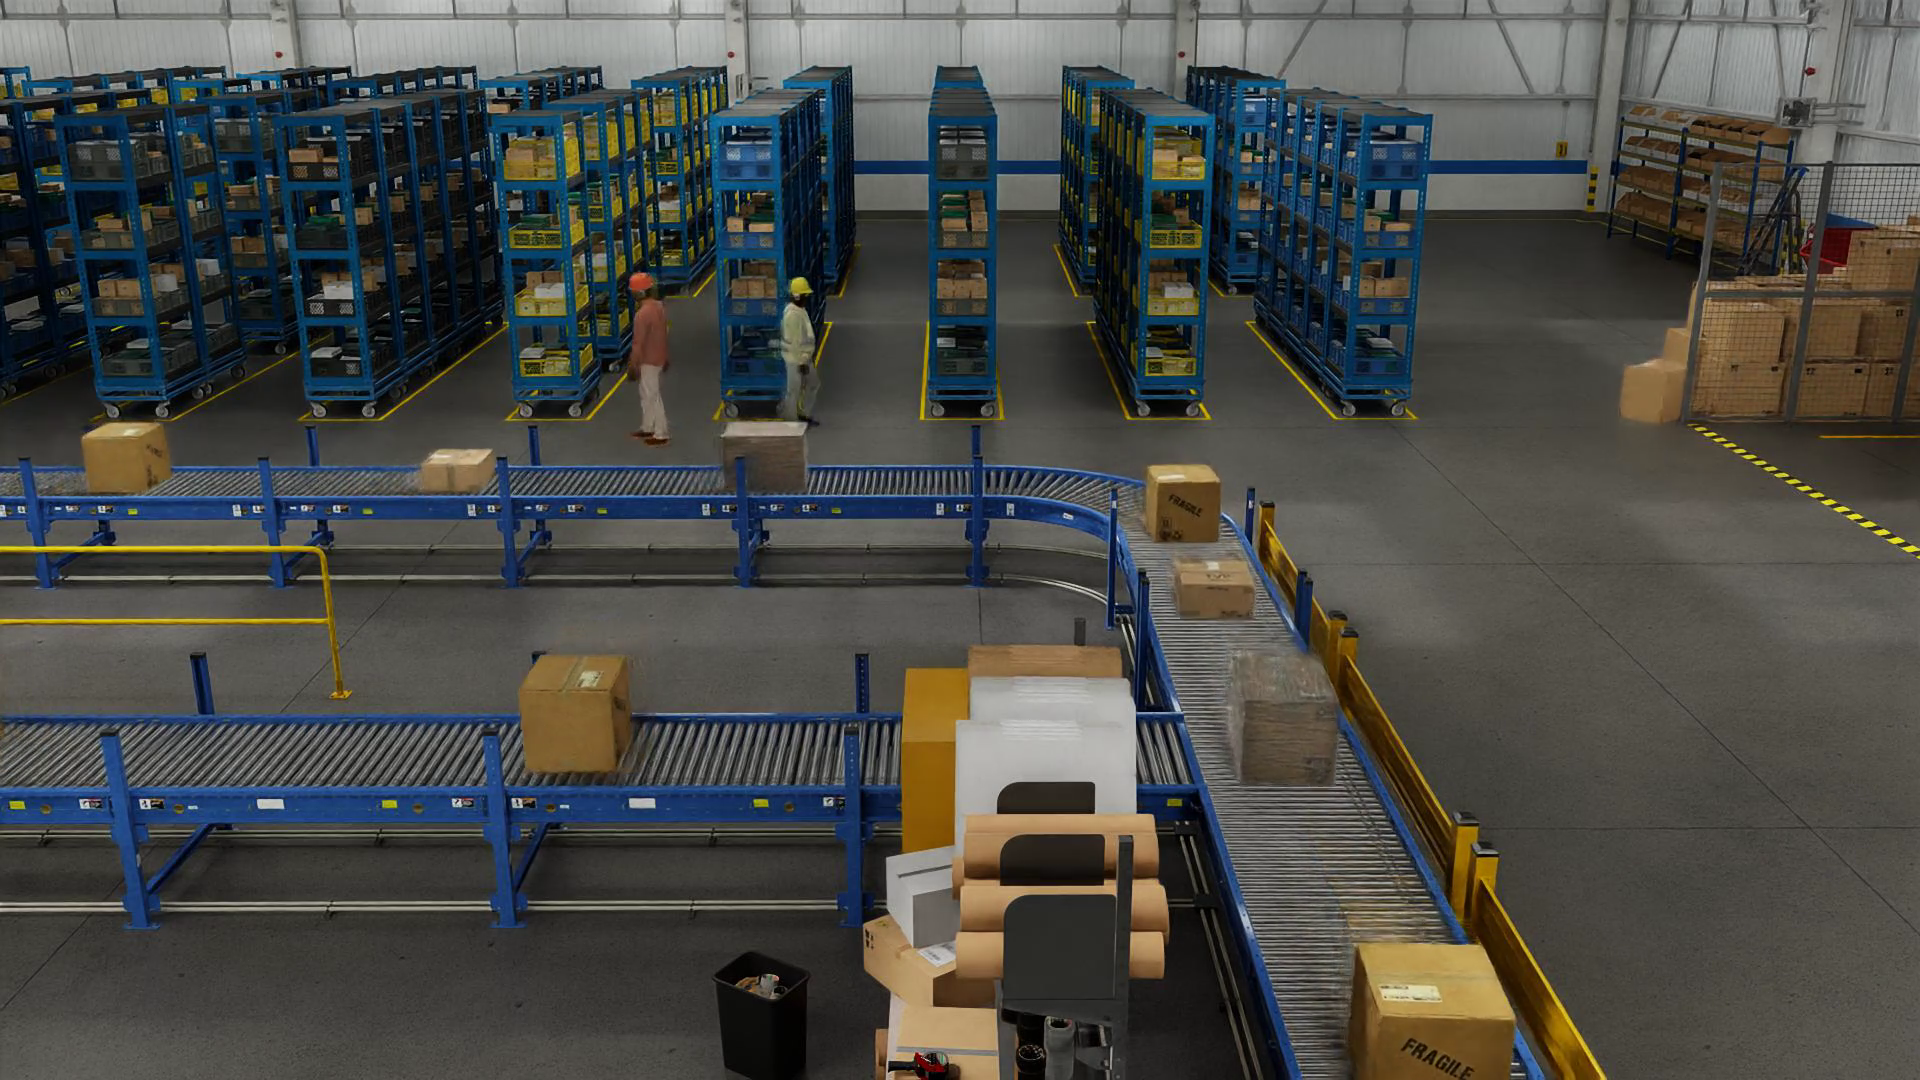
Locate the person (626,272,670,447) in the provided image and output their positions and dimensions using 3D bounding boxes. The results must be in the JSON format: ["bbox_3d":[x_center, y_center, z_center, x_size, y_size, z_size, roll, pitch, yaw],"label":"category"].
[{"bbox_3d":[-3.591,-2.011,18.626,0.676,1.976,0.653,4,18,12],"label":"person"}]

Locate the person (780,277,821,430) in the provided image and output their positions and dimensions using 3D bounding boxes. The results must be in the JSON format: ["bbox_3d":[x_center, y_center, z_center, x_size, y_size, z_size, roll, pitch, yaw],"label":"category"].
[{"bbox_3d":[-1.826,-2.139,19.291,0.547,1.813,0.590,2,18,6],"label":"person"}]
